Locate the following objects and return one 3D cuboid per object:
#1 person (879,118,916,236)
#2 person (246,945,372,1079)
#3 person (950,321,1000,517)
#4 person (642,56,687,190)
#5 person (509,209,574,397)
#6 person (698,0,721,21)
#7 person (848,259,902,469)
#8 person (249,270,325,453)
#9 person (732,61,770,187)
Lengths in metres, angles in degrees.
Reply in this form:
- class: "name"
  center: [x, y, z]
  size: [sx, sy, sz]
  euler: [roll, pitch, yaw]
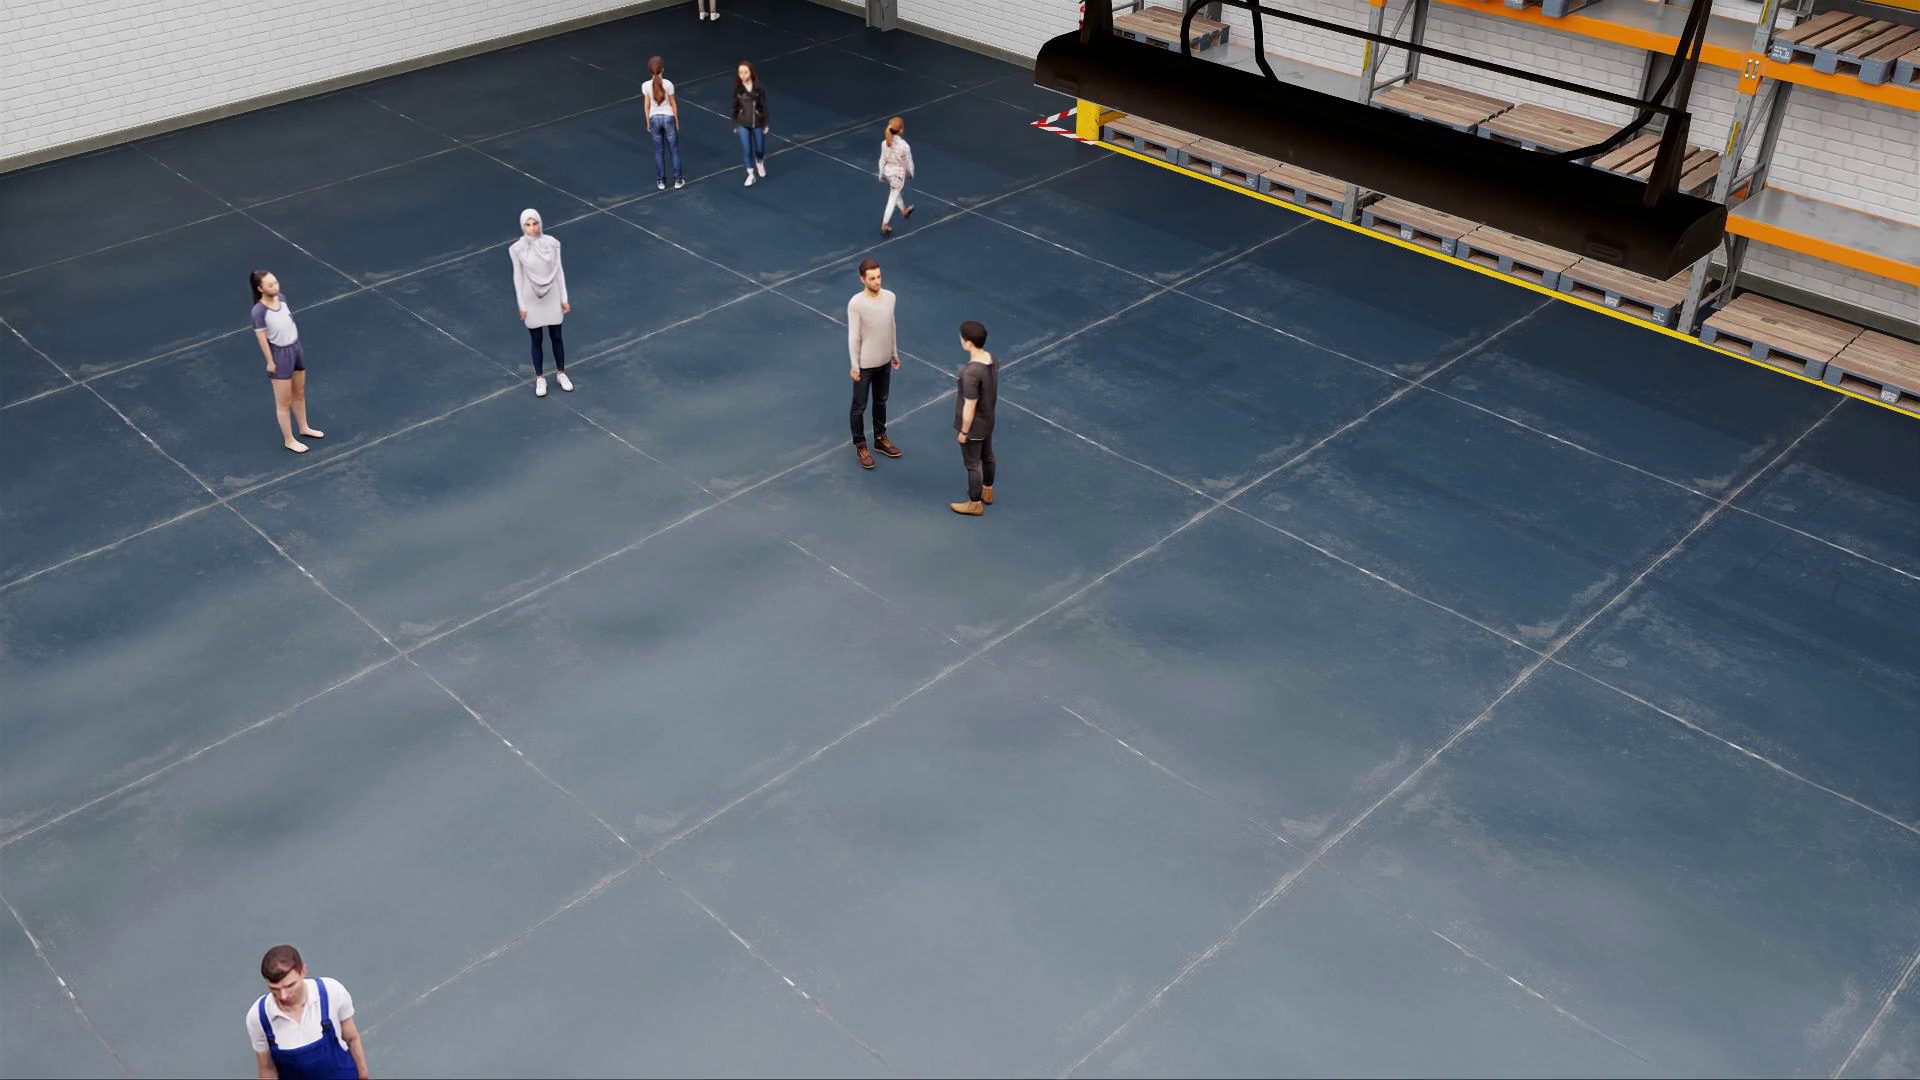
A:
- class: "person"
  center: [-0.745, -3.996, 18.427]
  size: [0.942, 1.264, 0.690]
  euler: [19, 38, 26]
- class: "person"
  center: [-3.062, 2.601, 7.973]
  size: [0.703, 1.850, 0.684]
  euler: [-14, 36, -20]
- class: "person"
  center: [0.144, -0.995, 13.509]
  size: [0.631, 1.712, 0.674]
  euler: [18, 38, 25]
- class: "person"
  center: [-3.493, -4.913, 19.538]
  size: [0.633, 1.562, 0.694]
  euler: [1, 34, 1]
- class: "person"
  center: [-3.834, -2.193, 15.254]
  size: [0.683, 1.775, 0.666]
  euler: [-12, 35, -18]
- class: "person"
  center: [-3.874, -8.644, 25.284]
  size: [0.550, 1.415, 0.639]
  euler: [7, 34, 10]
- class: "person"
  center: [-0.750, -1.535, 14.180]
  size: [0.677, 1.868, 0.605]
  euler: [-23, 40, -31]
- class: "person"
  center: [-5.884, -1.574, 14.435]
  size: [0.679, 1.650, 0.673]
  euler: [9, 35, 13]
- class: "person"
  center: [-2.470, -4.955, 19.680]
  size: [0.727, 1.474, 0.786]
  euler: [-1, 34, -1]
